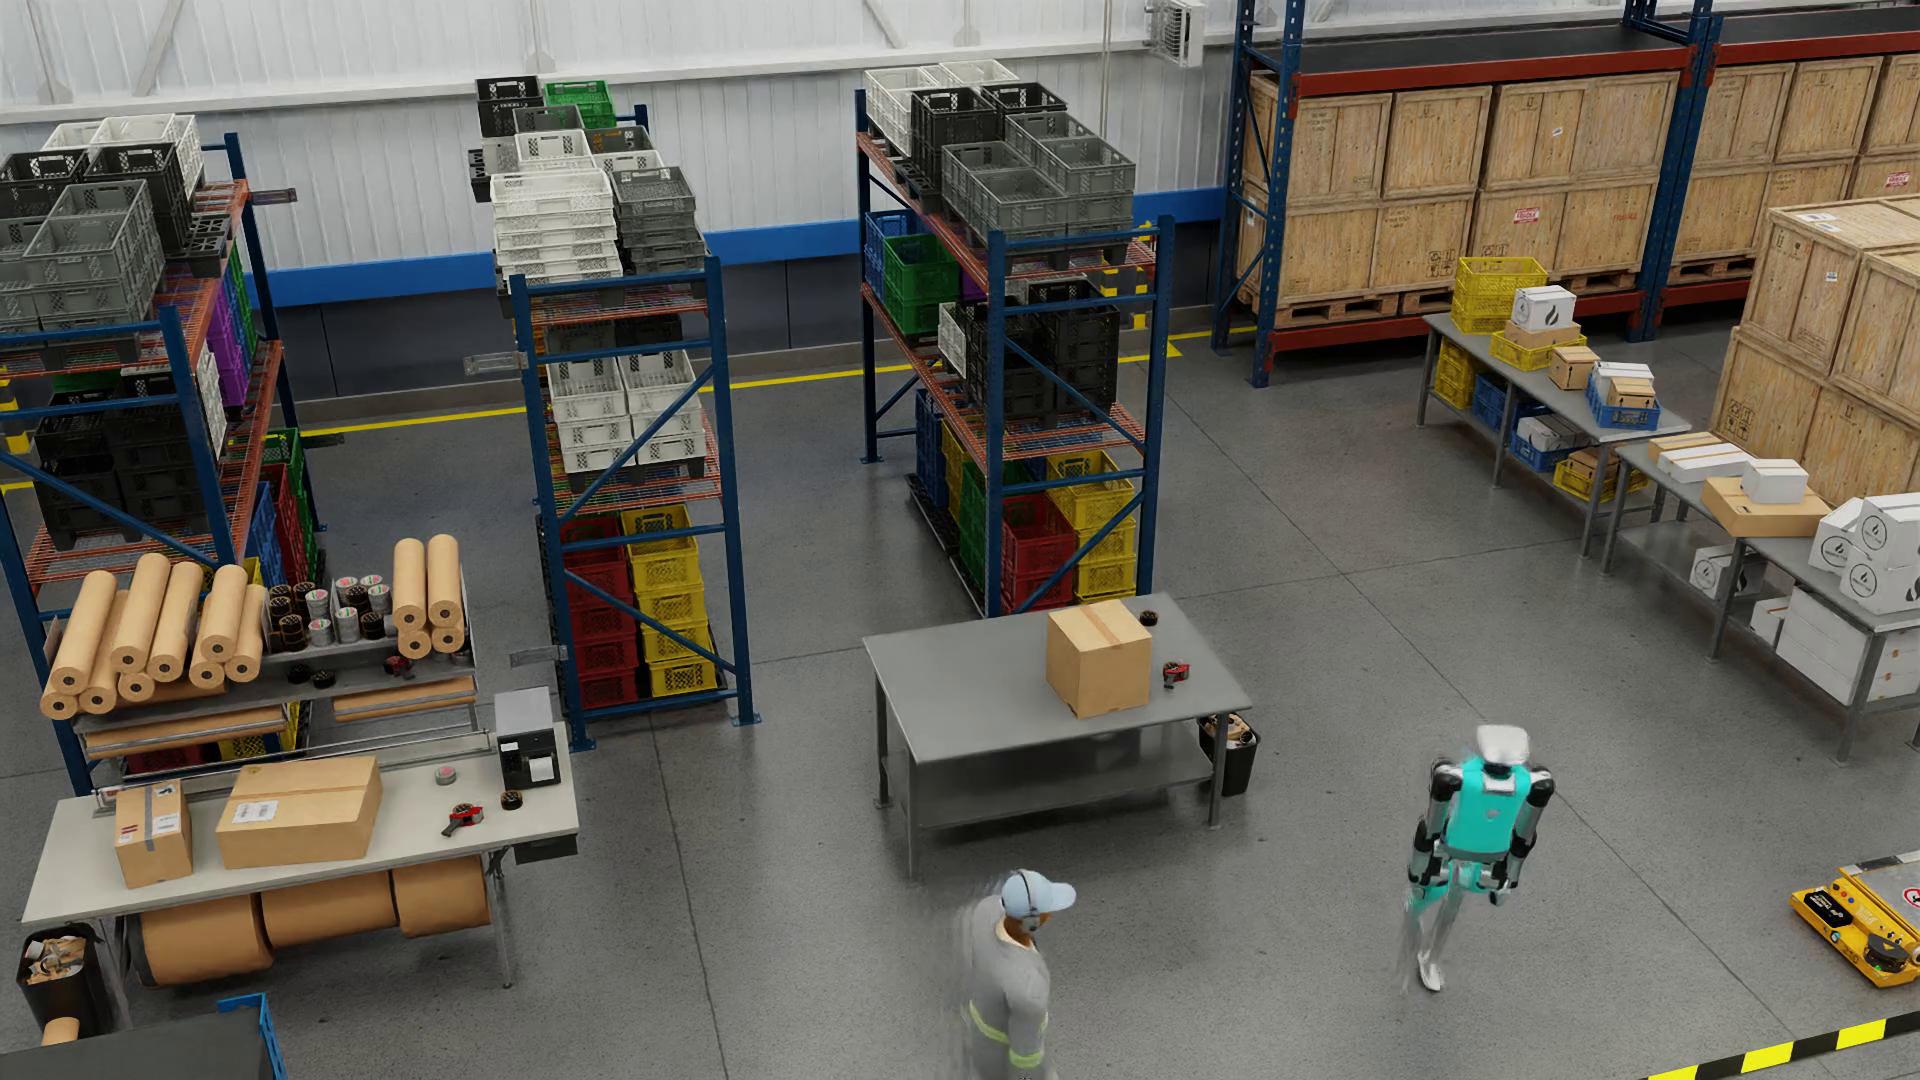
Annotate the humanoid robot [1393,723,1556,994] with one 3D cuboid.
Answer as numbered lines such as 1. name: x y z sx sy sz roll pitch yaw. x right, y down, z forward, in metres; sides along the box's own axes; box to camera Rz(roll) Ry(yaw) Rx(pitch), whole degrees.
1. humanoid robot: 2.373 1.500 7.931 0.552 1.794 0.810 2 29 3

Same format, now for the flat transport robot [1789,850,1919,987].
1. flat transport robot: 5.163 1.916 8.676 1.431 0.231 0.659 -8 30 -14

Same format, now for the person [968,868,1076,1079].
1. person: 0.150 2.071 6.783 0.832 1.821 0.589 -12 31 -21
